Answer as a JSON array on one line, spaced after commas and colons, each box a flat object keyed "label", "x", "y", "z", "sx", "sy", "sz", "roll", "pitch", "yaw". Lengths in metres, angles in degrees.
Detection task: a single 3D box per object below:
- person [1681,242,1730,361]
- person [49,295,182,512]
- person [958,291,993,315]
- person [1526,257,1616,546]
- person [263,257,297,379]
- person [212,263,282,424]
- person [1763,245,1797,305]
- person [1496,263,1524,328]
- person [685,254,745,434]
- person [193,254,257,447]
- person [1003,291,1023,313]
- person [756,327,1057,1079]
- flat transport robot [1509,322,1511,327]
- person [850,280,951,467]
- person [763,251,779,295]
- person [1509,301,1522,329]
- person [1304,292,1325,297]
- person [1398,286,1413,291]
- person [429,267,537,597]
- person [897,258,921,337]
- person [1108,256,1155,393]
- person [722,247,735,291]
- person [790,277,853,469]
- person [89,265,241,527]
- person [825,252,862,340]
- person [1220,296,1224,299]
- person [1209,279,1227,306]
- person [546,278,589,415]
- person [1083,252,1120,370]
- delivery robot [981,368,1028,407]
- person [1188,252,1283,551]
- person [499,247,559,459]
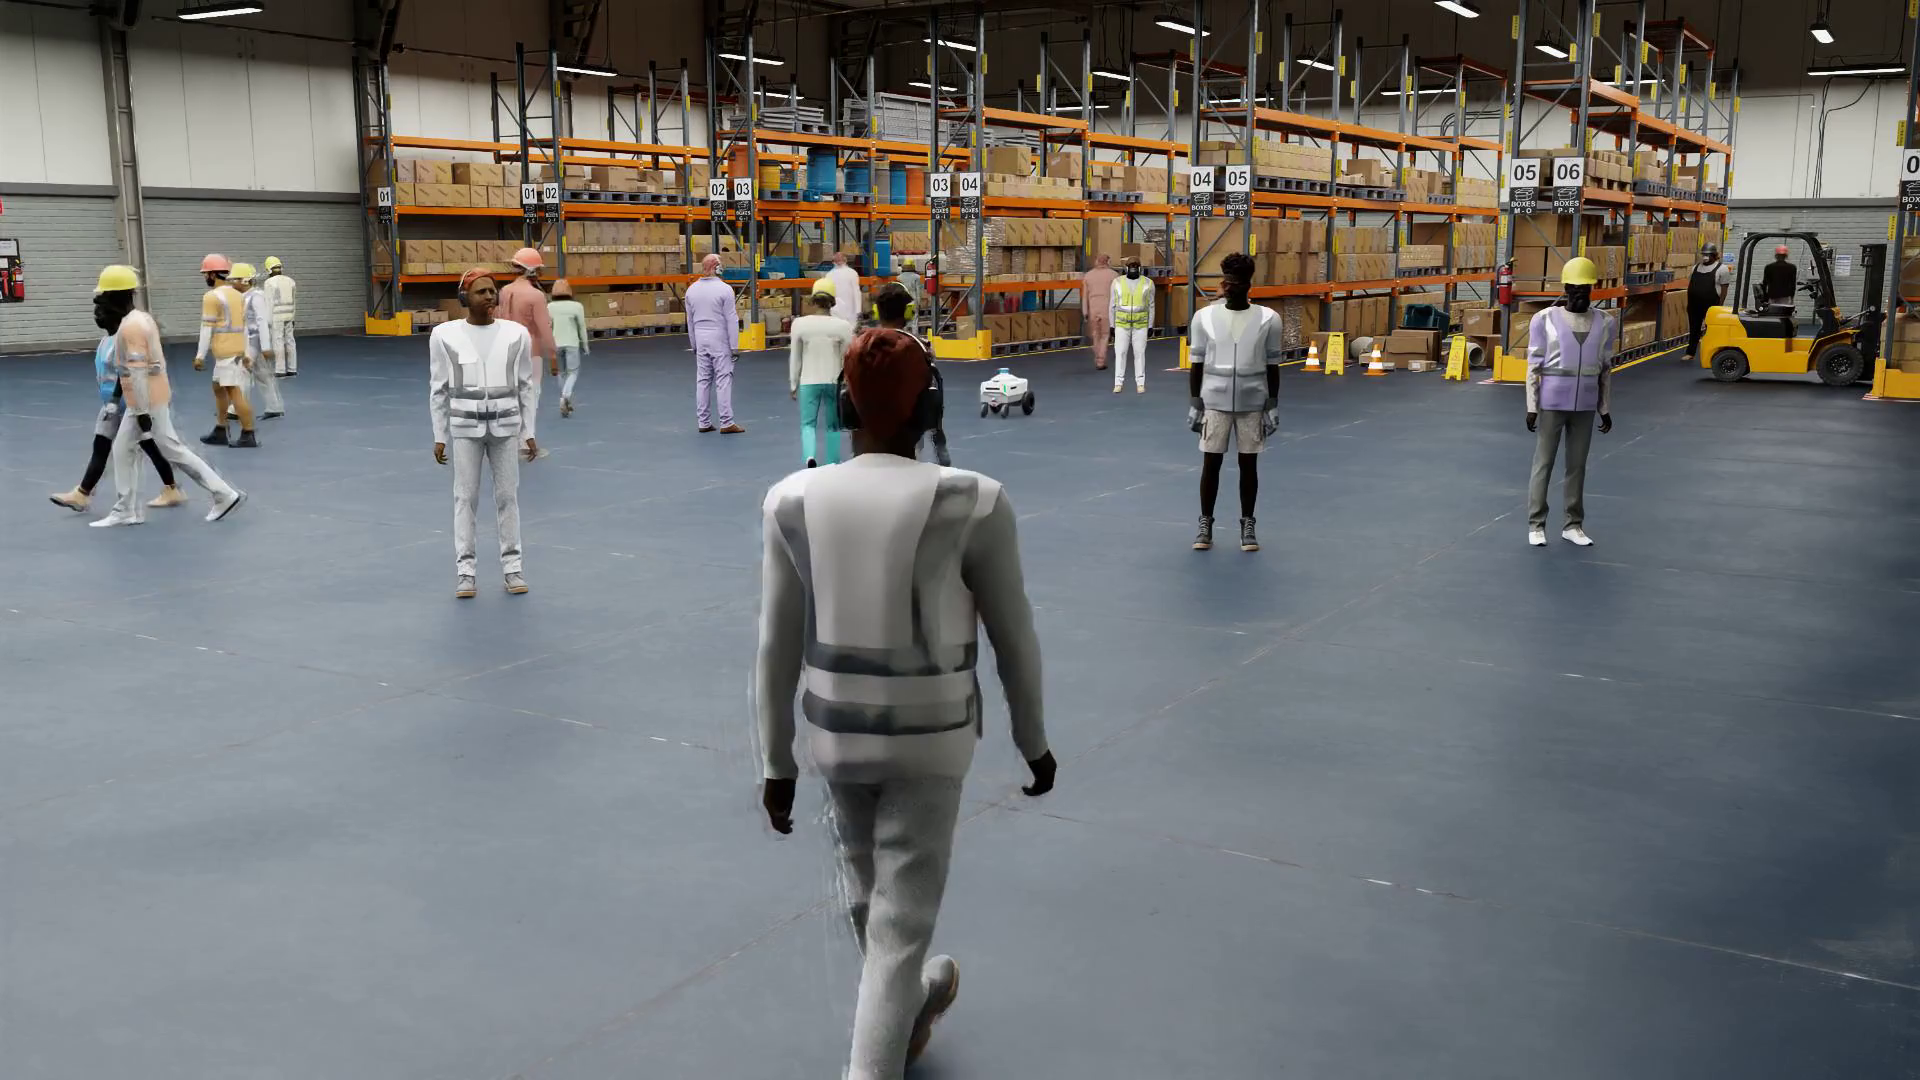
[{"label": "person", "x": 12.698, "y": -4.051, "z": 28.380, "sx": 0.535, "sy": 2.000, "sz": 0.674, "roll": -8, "pitch": 13, "yaw": -39}, {"label": "person", "x": -6.360, "y": -1.023, "z": 12.496, "sx": 0.543, "sy": 1.640, "sz": 0.910, "roll": 9, "pitch": 13, "yaw": 41}, {"label": "person", "x": 0.328, "y": -4.901, "z": 33.580, "sx": 0.649, "sy": 1.887, "sz": 1.012, "roll": 4, "pitch": 11, "yaw": 21}, {"label": "person", "x": 4.080, "y": -0.916, "z": 11.131, "sx": 0.585, "sy": 1.928, "sz": 0.371, "roll": 0, "pitch": 10, "yaw": -3}, {"label": "person", "x": -10.184, "y": -3.314, "z": 24.864, "sx": 0.403, "sy": 1.823, "sz": 0.586, "roll": 4, "pitch": 11, "yaw": 20}, {"label": "person", "x": -8.132, "y": -2.216, "z": 18.785, "sx": 0.869, "sy": 1.792, "sz": 0.607, "roll": -7, "pitch": 12, "yaw": -35}, {"label": "person", "x": 16.396, "y": -4.904, "z": 33.304, "sx": 0.612, "sy": 1.978, "sz": 0.499, "roll": 5, "pitch": 11, "yaw": 25}, {"label": "person", "x": 10.991, "y": -4.874, "z": 33.150, "sx": 0.621, "sy": 1.976, "sz": 1.077, "roll": 4, "pitch": 11, "yaw": 22}, {"label": "person", "x": -2.602, "y": -2.087, "z": 17.743, "sx": 0.642, "sy": 1.913, "sz": 0.410, "roll": 6, "pitch": 12, "yaw": 29}, {"label": "person", "x": -7.379, "y": -1.858, "z": 16.475, "sx": 0.816, "sy": 1.907, "sz": 0.550, "roll": 1, "pitch": 10, "yaw": 3}, {"label": "person", "x": 1.174, "y": -5.205, "z": 35.637, "sx": 0.442, "sy": 1.753, "sz": 0.545, "roll": -9, "pitch": 14, "yaw": -43}, {"label": "person", "x": -0.104, "y": 0.451, "z": 3.739, "sx": 0.599, "sy": 1.836, "sz": 0.972, "roll": 4, "pitch": 11, "yaw": 23}, {"label": "flat transport robot", "x": 13.342, "y": -5.148, "z": 39.482, "sx": 0.652, "sy": 0.197, "sz": 1.431, "roll": 2, "pitch": 10, "yaw": 11}, {"label": "person", "x": -0.365, "y": -0.540, "z": 9.339, "sx": 0.519, "sy": 1.828, "sz": 0.977, "roll": 5, "pitch": 11, "yaw": 24}, {"label": "person", "x": -4.931, "y": -6.747, "z": 44.031, "sx": 0.585, "sy": 1.843, "sz": 0.572, "roll": -8, "pitch": 13, "yaw": -38}, {"label": "person", "x": 13.181, "y": -5.927, "z": 39.413, "sx": 0.515, "sy": 1.858, "sz": 0.326, "roll": 6, "pitch": 12, "yaw": 30}, {"label": "person", "x": 7.872, "y": -5.462, "z": 36.658, "sx": 0.655, "sy": 1.906, "sz": 0.407, "roll": 7, "pitch": 12, "yaw": 33}, {"label": "person", "x": 11.324, "y": -6.485, "z": 42.406, "sx": 0.843, "sy": 1.906, "sz": 0.651, "roll": 7, "pitch": 12, "yaw": 35}, {"label": "person", "x": -2.733, "y": -0.614, "z": 9.563, "sx": 0.584, "sy": 1.884, "sz": 0.348, "roll": -4, "pitch": 11, "yaw": -22}, {"label": "person", "x": -0.987, "y": -4.617, "z": 32.405, "sx": 0.483, "sy": 1.737, "sz": 0.312, "roll": 2, "pitch": 10, "yaw": 10}, {"label": "person", "x": 2.321, "y": -2.905, "z": 22.514, "sx": 0.629, "sy": 1.846, "sz": 0.429, "roll": 1, "pitch": 10, "yaw": 6}, {"label": "person", "x": -6.008, "y": -6.559, "z": 42.773, "sx": 0.596, "sy": 1.918, "sz": 0.386, "roll": 7, "pitch": 12, "yaw": 35}, {"label": "person", "x": -1.138, "y": -1.273, "z": 13.657, "sx": 0.530, "sy": 1.749, "sz": 0.667, "roll": 0, "pitch": 10, "yaw": -2}, {"label": "person", "x": -5.737, "y": -1.026, "z": 11.923, "sx": 0.961, "sy": 1.885, "sz": 0.594, "roll": -5, "pitch": 11, "yaw": -26}, {"label": "person", "x": -1.857, "y": -3.639, "z": 26.543, "sx": 0.699, "sy": 1.882, "sz": 0.440, "roll": 8, "pitch": 13, "yaw": 38}, {"label": "person", "x": 4.076, "y": -3.255, "z": 25.057, "sx": 0.285, "sy": 1.634, "sz": 0.499, "roll": -3, "pitch": 10, "yaw": -15}, {"label": "person", "x": 3.272, "y": -2.398, "z": 20.334, "sx": 0.501, "sy": 1.604, "sz": 0.778, "roll": -3, "pitch": 11, "yaw": -18}, {"label": "person", "x": -4.662, "y": -2.273, "z": 19.600, "sx": 0.508, "sy": 1.612, "sz": 0.689, "roll": 1, "pitch": 10, "yaw": 5}, {"label": "person", "x": 2.364, "y": -3.692, "z": 26.859, "sx": 0.647, "sy": 1.875, "sz": 0.894, "roll": 6, "pitch": 12, "yaw": 29}, {"label": "delivery robot", "x": 0.522, "y": -1.774, "z": 19.524, "sx": 0.477, "sy": 0.478, "sz": 0.707, "roll": 5, "pitch": 11, "yaw": 24}, {"label": "person", "x": 1.806, "y": -0.903, "z": 10.959, "sx": 0.609, "sy": 1.963, "sz": 0.367, "roll": 2, "pitch": 10, "yaw": 9}, {"label": "person", "x": -4.019, "y": -1.744, "z": 15.625, "sx": 0.664, "sy": 1.977, "sz": 0.495, "roll": 8, "pitch": 13, "yaw": 39}]
